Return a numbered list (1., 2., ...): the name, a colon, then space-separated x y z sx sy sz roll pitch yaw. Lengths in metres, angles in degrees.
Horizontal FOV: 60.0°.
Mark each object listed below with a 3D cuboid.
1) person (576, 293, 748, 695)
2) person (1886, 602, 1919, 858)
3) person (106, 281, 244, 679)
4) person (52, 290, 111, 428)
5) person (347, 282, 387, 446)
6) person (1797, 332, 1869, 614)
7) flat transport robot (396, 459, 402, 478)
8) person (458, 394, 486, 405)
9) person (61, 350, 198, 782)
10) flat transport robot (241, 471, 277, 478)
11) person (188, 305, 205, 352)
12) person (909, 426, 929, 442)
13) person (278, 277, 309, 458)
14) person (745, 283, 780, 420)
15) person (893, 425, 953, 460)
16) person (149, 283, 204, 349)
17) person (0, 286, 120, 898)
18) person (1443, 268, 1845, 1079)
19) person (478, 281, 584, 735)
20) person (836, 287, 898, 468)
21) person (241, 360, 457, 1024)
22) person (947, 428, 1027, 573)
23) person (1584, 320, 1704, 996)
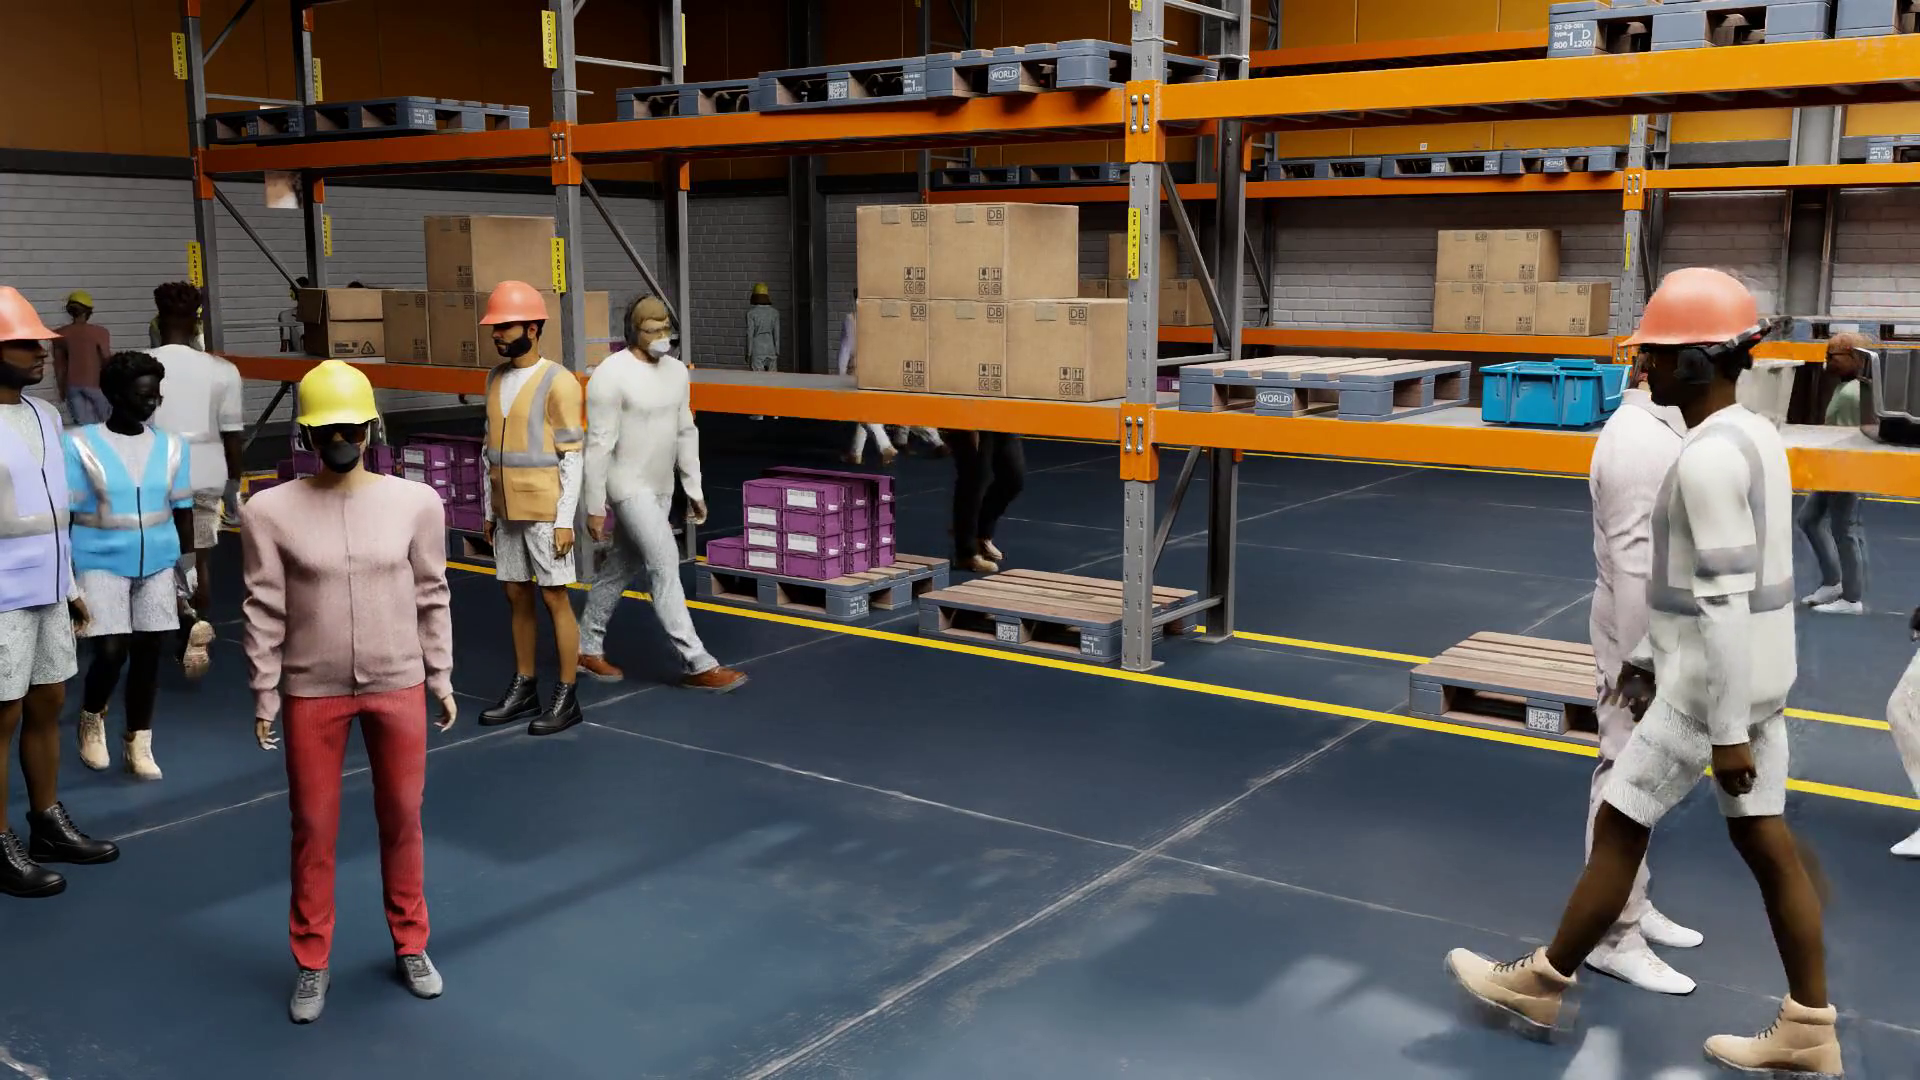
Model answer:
1. person: -1.487 -0.209 7.818 0.998 1.880 0.645 4 10 21
2. person: 3.356 0.281 5.612 0.460 1.622 0.502 6 11 31
3. person: -3.739 -0.275 8.008 0.621 1.932 0.787 -8 12 -39
4. person: -8.042 -1.418 15.312 0.539 1.749 0.363 0 10 -1
5. person: -6.205 -1.743 17.134 0.992 1.808 0.527 8 13 41
6. person: 5.030 -0.379 9.548 0.447 1.616 0.536 4 10 24
7. flat transport robot: -4.916 -0.605 14.903 0.652 0.197 1.431 9 13 44
8. person: -3.870 -1.309 14.009 0.656 1.975 1.067 -5 11 -28
9. person: -3.213 0.108 6.430 0.360 1.682 0.558 8 12 40
10. flat transport robot: -5.997 -0.441 13.925 1.431 0.197 0.652 -6 11 -33
11. person: -6.055 -1.062 13.218 0.347 1.761 0.531 -5 11 -26
12. person: -0.177 -1.943 18.212 0.965 1.831 0.608 5 11 28
13. person: -6.350 -1.620 16.197 0.311 1.869 0.532 8 13 40
14. person: -2.532 -2.403 21.233 0.492 1.742 0.315 -7 12 -37
15. person: -0.388 -1.774 17.057 1.018 1.883 0.648 9 13 42
16. person: -7.191 -1.478 15.509 0.643 1.817 0.542 -5 11 -28
17. person: -3.023 0.163 5.360 0.345 1.942 0.551 1 10 7
18. person: 1.775 0.335 4.161 1.013 1.993 0.625 7 12 37
19. person: -1.859 -0.134 7.143 0.546 1.938 0.361 6 11 32
20. person: -0.897 -1.612 16.341 0.881 1.815 0.629 8 12 40
21. person: -1.619 0.403 4.456 0.533 1.767 0.326 -5 11 -26
22. person: 0.173 -0.799 10.798 0.537 2.000 0.694 6 11 30
23. person: 1.981 0.291 4.704 0.408 1.909 0.642 5 11 27
